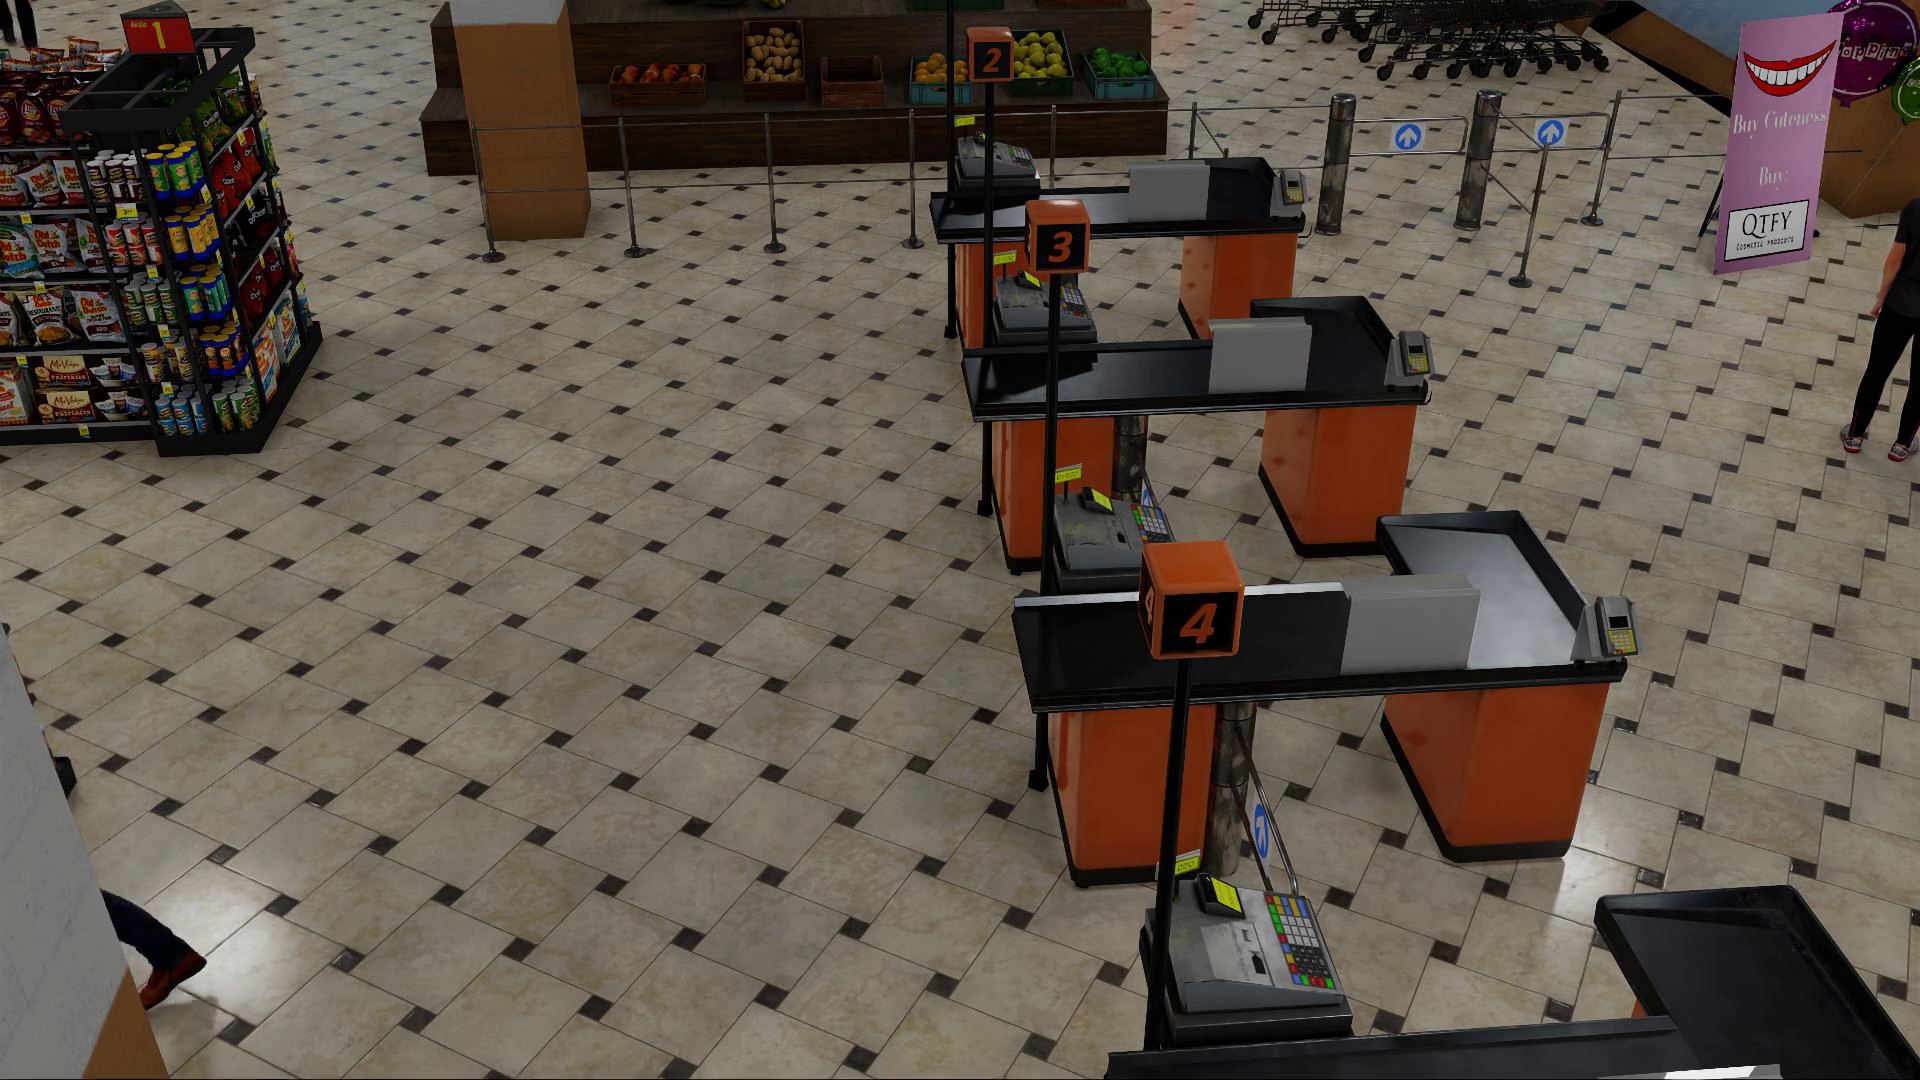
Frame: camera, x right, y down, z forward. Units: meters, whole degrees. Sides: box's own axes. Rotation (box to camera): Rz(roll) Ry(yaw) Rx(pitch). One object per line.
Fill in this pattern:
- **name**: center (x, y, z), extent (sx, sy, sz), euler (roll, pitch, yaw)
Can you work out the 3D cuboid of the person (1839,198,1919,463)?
- **person**: center (5.212, -1.263, 9.021), extent (0.680, 1.764, 0.779), euler (17, 36, 25)
